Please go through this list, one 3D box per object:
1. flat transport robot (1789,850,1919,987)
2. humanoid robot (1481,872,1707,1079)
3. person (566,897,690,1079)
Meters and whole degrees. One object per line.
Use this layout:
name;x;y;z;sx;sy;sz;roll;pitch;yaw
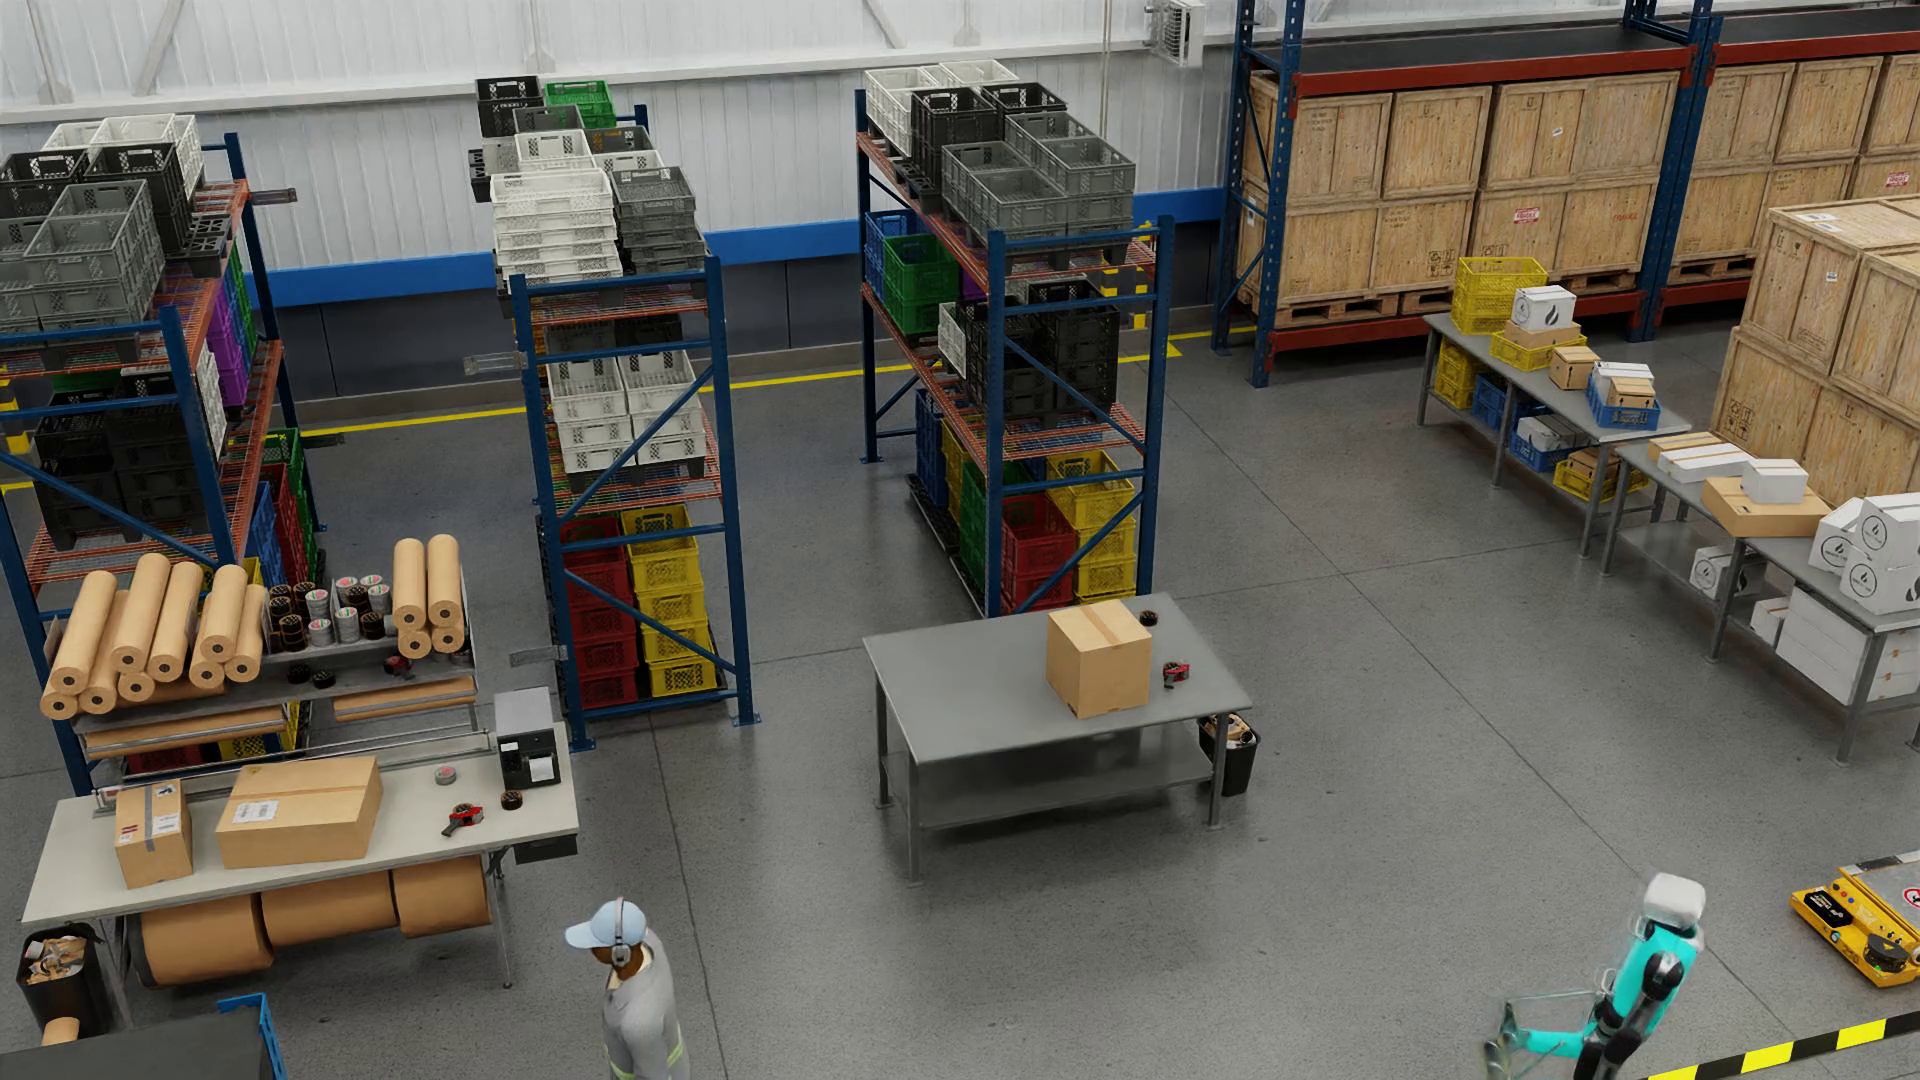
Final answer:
flat transport robot;5.163;1.916;8.676;1.431;0.231;0.659;-8;30;-14
humanoid robot;2.541;2.051;6.883;0.958;1.729;0.537;14;32;24
person;-1.269;2.154;6.597;0.397;1.852;0.588;-6;29;-10
